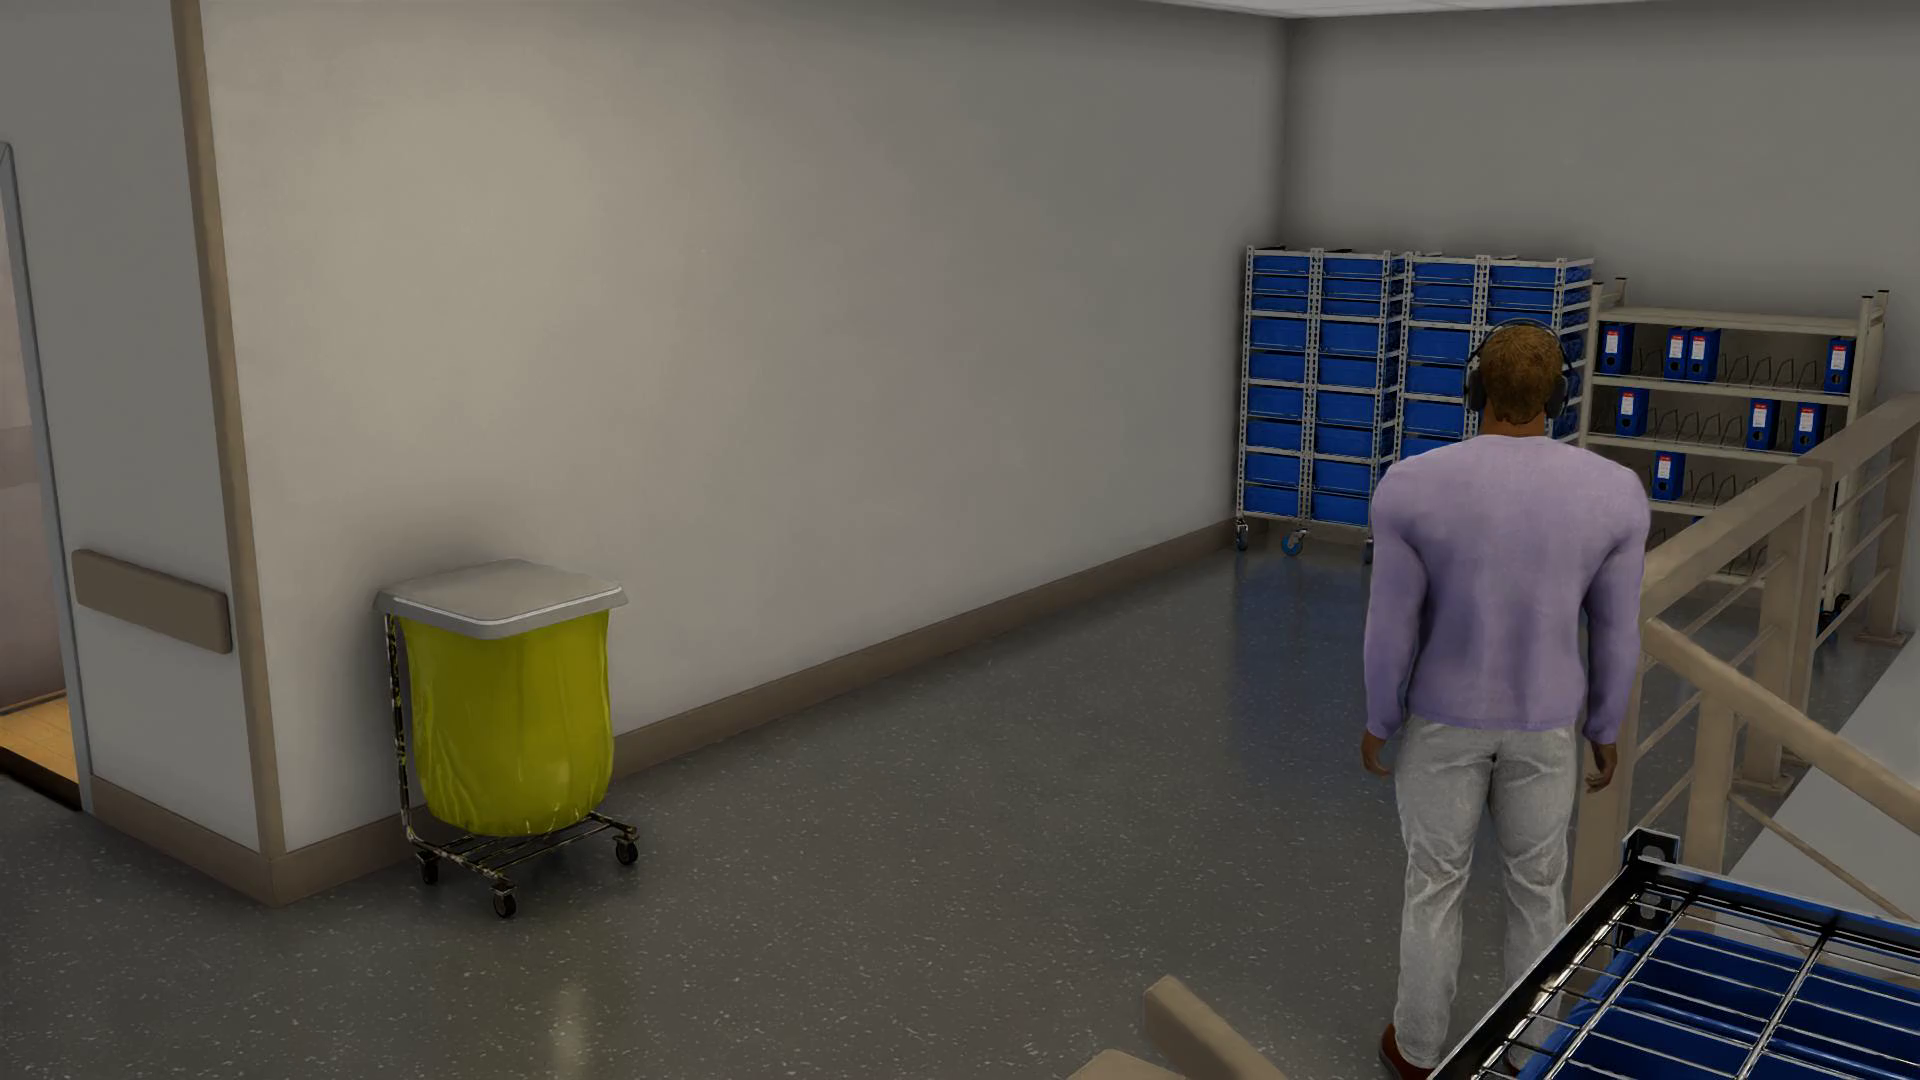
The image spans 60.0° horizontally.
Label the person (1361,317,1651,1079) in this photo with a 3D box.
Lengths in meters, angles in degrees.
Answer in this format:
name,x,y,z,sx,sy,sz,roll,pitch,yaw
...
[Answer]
name,x,y,z,sx,sy,sz,roll,pitch,yaw
person,1.284,0.437,4.015,0.635,1.939,0.361,2,14,7
